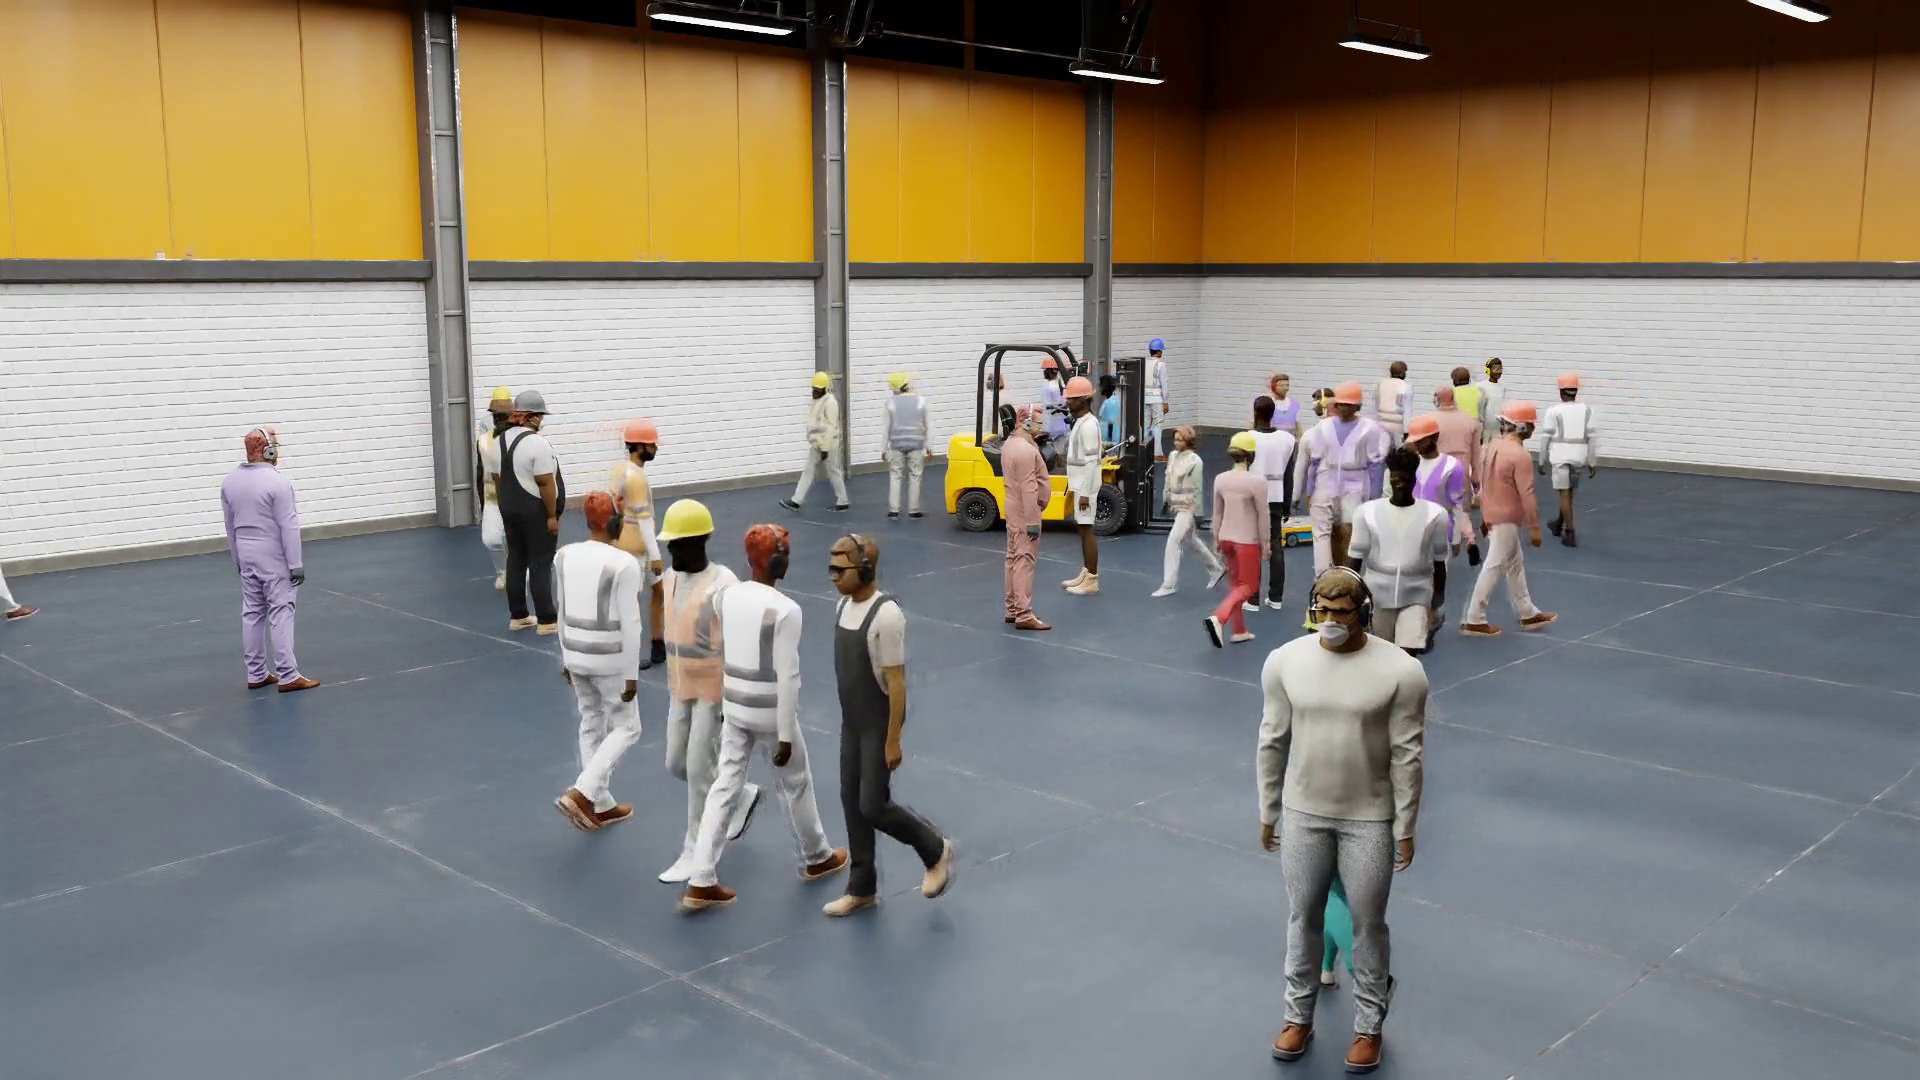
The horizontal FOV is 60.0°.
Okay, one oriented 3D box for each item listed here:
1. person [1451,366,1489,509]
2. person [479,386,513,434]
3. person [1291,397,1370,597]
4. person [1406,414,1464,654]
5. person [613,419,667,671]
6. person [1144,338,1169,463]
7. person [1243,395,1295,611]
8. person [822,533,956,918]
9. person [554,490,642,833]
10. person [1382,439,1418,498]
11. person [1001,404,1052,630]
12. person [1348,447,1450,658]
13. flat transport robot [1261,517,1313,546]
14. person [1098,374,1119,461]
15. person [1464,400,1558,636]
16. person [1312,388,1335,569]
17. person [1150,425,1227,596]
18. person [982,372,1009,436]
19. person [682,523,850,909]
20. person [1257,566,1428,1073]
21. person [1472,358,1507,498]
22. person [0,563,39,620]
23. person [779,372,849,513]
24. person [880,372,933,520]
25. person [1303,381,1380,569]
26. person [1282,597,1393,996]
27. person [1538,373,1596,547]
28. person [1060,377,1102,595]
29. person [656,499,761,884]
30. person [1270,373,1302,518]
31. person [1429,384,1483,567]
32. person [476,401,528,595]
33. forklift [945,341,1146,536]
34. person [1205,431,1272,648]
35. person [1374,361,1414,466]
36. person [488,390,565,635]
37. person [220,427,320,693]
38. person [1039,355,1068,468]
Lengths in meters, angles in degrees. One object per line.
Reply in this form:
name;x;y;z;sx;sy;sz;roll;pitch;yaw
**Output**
person;6.433;-1.309;21.205;0.626;1.804;0.926;0;9;-1
person;-5.051;-0.828;18.414;0.492;1.741;0.318;-1;9;-8
person;3.472;-0.409;15.543;0.718;1.839;1.007;1;9;8
person;3.788;-0.082;13.369;0.554;1.902;0.805;8;12;40
person;-2.317;0.045;12.525;0.738;1.911;0.581;-3;10;-15
person;3.049;-2.185;26.104;0.389;1.946;0.614;-7;12;-38
person;2.691;-0.321;14.773;0.599;1.915;0.376;-4;10;-21
person;-0.369;0.862;7.801;0.547;1.831;0.518;-6;11;-33
person;-1.963;0.668;8.868;0.589;1.872;0.543;5;11;30
person;3.932;-0.116;14.519;0.494;1.582;0.828;4;10;23
person;0.566;-0.197;14.067;0.407;1.902;0.639;-2;9;-12
person;2.801;0.344;10.685;0.623;1.926;0.997;3;10;18
flat transport robot;3.784;-0.109;18.504;1.431;0.197;0.652;-4;10;-23
person;2.013;-1.326;21.690;0.628;1.676;0.542;1;9;6
person;4.619;-0.169;13.730;0.959;1.947;0.655;-1;9;-5
person;3.735;-0.609;16.791;0.444;1.831;0.536;-4;10;-22
person;2.166;-0.282;15.521;0.805;1.606;0.520;-3;10;-18
person;0.540;-1.522;23.066;0.627;1.610;0.507;7;12;38
person;-0.953;0.829;7.987;0.576;1.838;0.985;7;11;35
person;1.434;1.048;6.330;0.626;1.935;0.368;4;10;24
person;6.995;-1.465;21.926;0.518;1.874;0.327;-4;10;-23
person;-8.370;-0.068;14.200;0.519;1.598;0.803;7;12;36
person;-1.780;-1.190;20.552;0.919;1.766;0.628;-4;10;-25
person;-0.650;-1.118;20.061;0.638;1.795;0.412;-1;9;-5
person;3.496;-0.453;15.277;0.641;2.011;0.642;6;11;35
person;1.574;1.075;6.776;0.524;1.738;0.714;-4;10;-24
person;6.719;-0.905;18.486;0.559;1.874;1.001;-1;9;-3
person;1.118;-0.502;15.501;0.396;2.038;0.615;0;9;-1
person;-1.267;0.729;8.360;0.596;1.908;0.654;9;13;43
person;3.780;-1.099;19.914;0.568;1.809;0.918;-4;10;-23
person;4.947;-0.622;16.745;0.663;1.878;0.630;-1;9;-7
person;-4.151;-0.365;15.322;0.638;1.830;0.445;0;9;2
forklift;0.977;-1.223;19.452;2.313;2.155;1.214;2;9;11
person;2.192;0.008;13.276;0.665;1.743;0.533;-7;12;-38
person;5.867;-1.539;22.620;0.961;1.803;0.636;-8;12;-39
person;-3.562;-0.242;13.909;0.674;2.000;0.537;7;12;37
person;-4.956;0.143;11.957;0.637;1.911;0.406;4;10;25
person;1.138;-1.445;21.651;0.651;1.914;0.574;7;12;37
